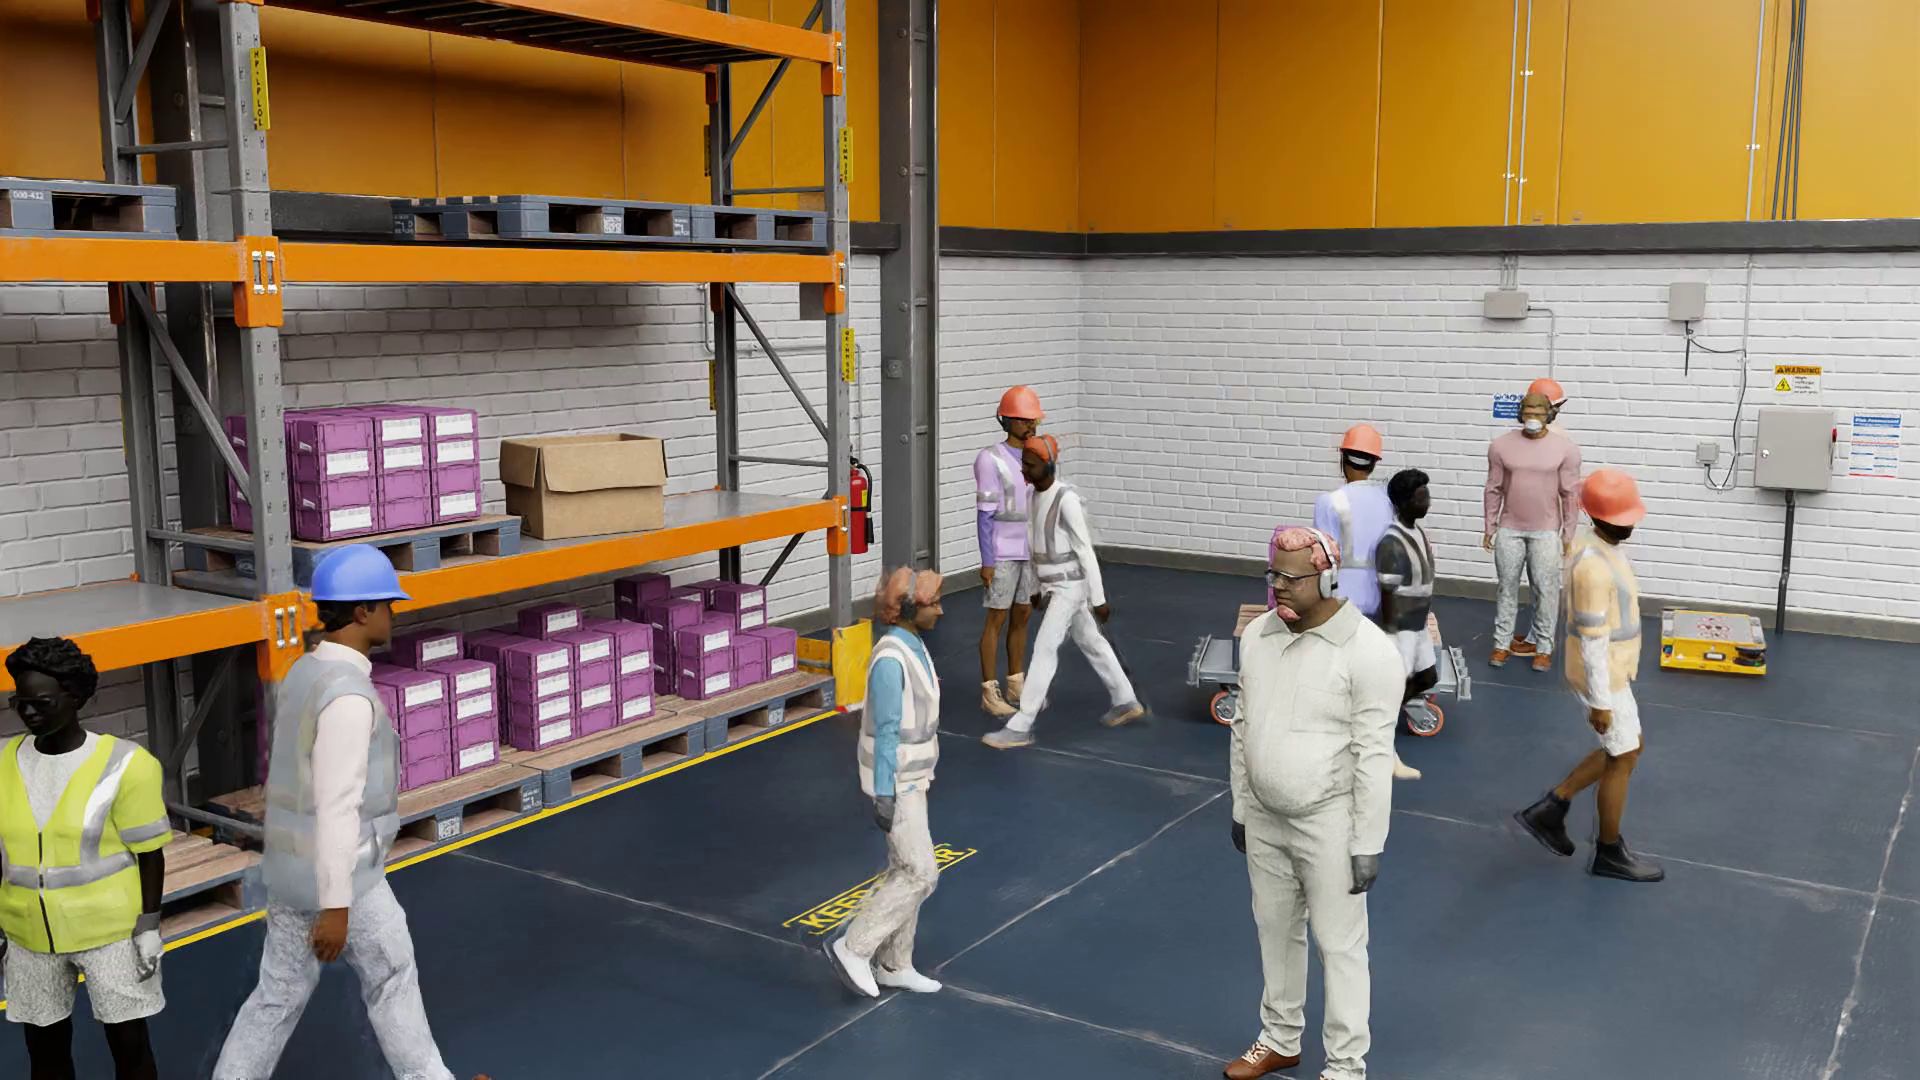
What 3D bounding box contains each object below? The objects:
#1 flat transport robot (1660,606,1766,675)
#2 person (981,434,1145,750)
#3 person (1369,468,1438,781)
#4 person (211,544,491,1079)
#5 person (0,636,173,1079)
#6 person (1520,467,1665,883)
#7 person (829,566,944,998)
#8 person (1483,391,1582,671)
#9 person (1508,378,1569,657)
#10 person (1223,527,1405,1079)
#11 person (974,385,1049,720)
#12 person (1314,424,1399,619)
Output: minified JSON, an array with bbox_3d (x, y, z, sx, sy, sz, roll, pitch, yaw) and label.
[{"bbox_3d":[5.366,0.703,11.877,0.652,0.197,1.431,4,10,23],"label":"flat transport robot"},{"bbox_3d":[0.637,0.279,9.686,1.071,1.819,0.627,-3,9,-17],"label":"person"},{"bbox_3d":[2.361,0.451,8.914,0.391,1.685,0.546,5,10,31],"label":"person"},{"bbox_3d":[-1.885,0.970,4.922,0.934,1.900,0.611,-7,11,-38],"label":"person"},{"bbox_3d":[-2.488,1.100,4.688,0.548,1.696,0.318,0,9,-1],"label":"person"},{"bbox_3d":[2.851,0.599,7.328,0.547,1.887,0.594,3,9,20],"label":"person"},{"bbox_3d":[-0.211,0.904,6.167,0.364,1.619,0.532,1,9,9],"label":"person"},{"bbox_3d":[3.938,-0.062,11.490,0.632,1.932,0.365,6,10,32],"label":"person"},{"bbox_3d":[4.154,-0.160,11.907,0.375,1.995,0.611,5,10,30],"label":"person"},{"bbox_3d":[1.102,0.898,5.365,0.400,1.900,0.637,-7,11,-38],"label":"person"},{"bbox_3d":[0.357,0.070,10.254,0.397,2.044,0.609,8,12,43],"label":"person"},{"bbox_3d":[2.096,0.336,8.960,0.613,1.913,0.422,-3,9,-20],"label":"person"}]
